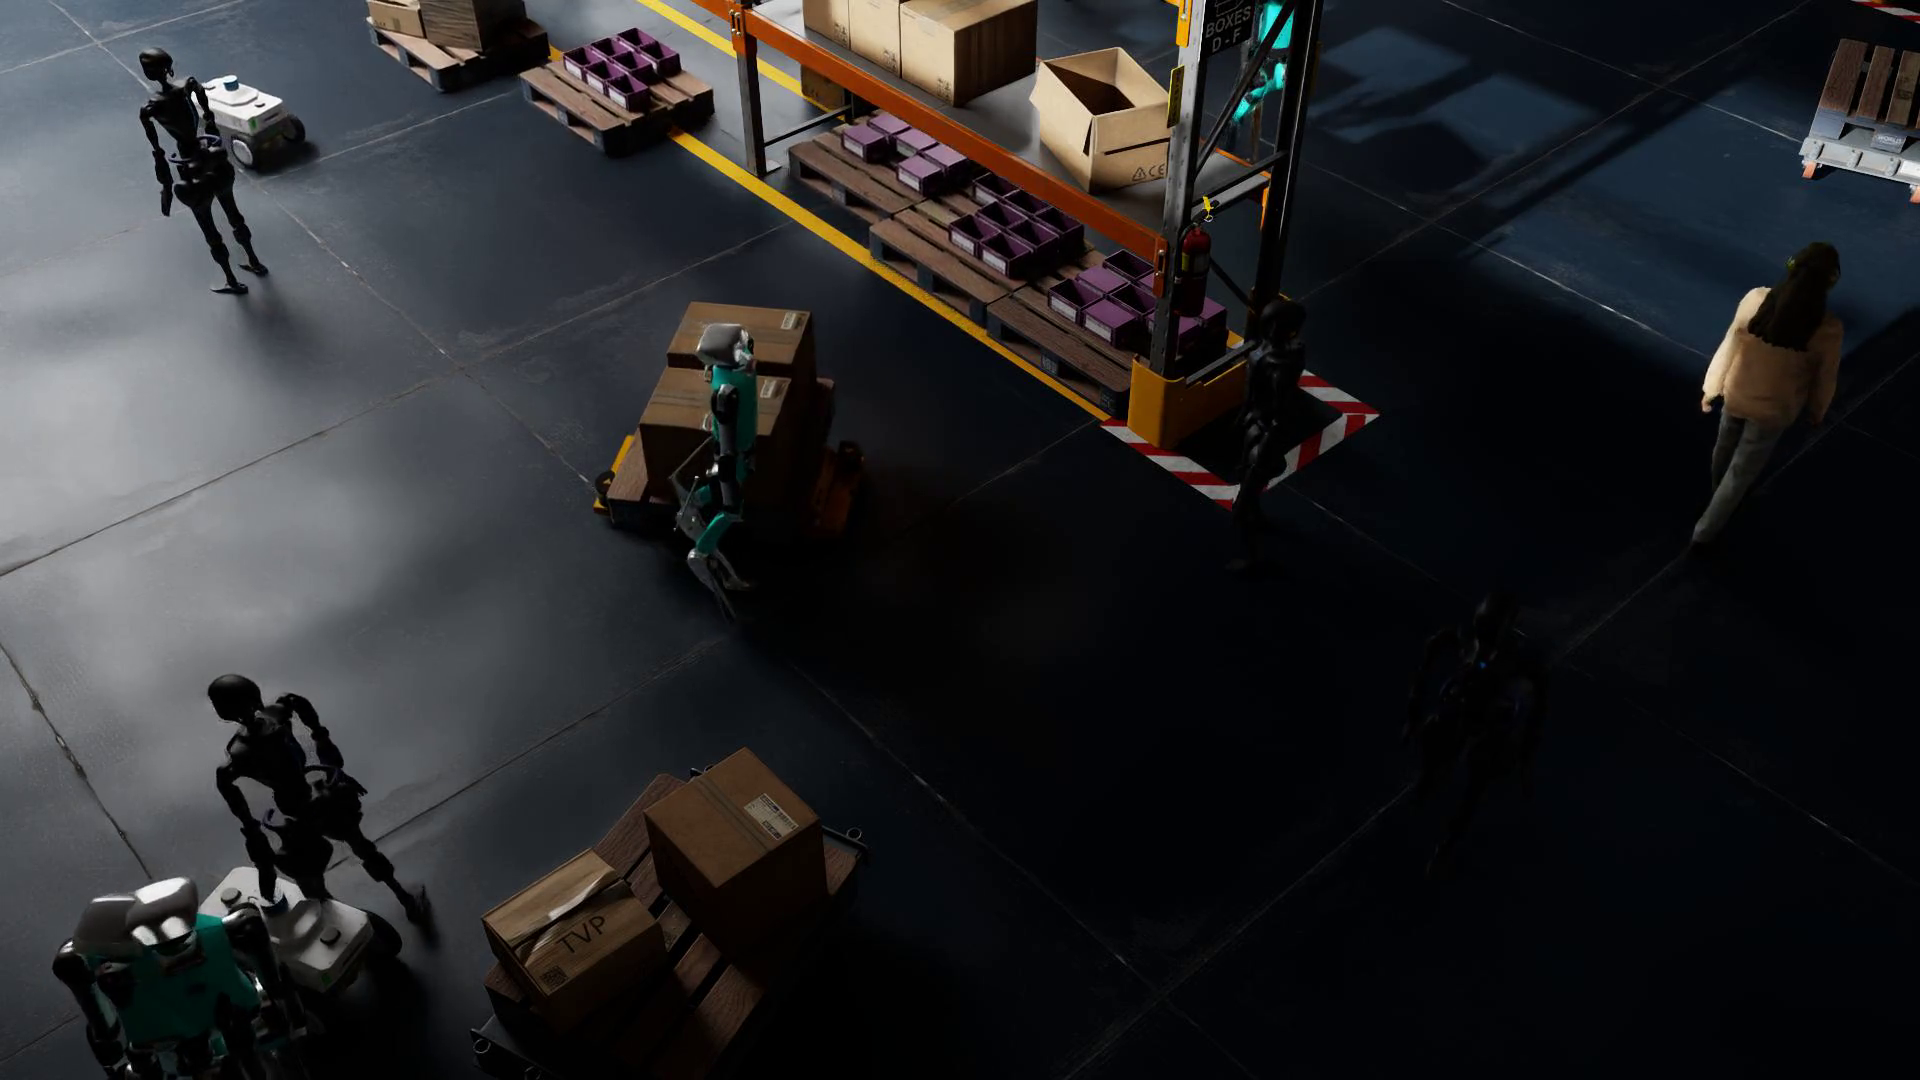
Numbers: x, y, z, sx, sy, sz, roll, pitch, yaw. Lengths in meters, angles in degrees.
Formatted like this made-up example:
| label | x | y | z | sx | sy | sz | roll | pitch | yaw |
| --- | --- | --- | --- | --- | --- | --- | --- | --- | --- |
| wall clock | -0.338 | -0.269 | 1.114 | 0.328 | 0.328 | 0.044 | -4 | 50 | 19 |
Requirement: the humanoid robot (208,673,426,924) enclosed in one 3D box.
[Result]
| label | x | y | z | sx | sy | sz | roll | pitch | yaw |
| --- | --- | --- | --- | --- | --- | --- | --- | --- | --- |
| humanoid robot | -2.620 | 1.158 | 6.801 | 0.489 | 1.645 | 0.616 | 13 | 44 | 13 |

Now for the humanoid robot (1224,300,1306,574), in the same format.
| label | x | y | z | sx | sy | sz | roll | pitch | yaw |
| --- | --- | --- | --- | --- | --- | --- | --- | --- | --- |
| humanoid robot | 1.583 | -0.567 | 8.674 | 0.351 | 1.638 | 0.585 | -1 | 43 | -2 |

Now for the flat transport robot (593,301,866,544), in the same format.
| label | x | y | z | sx | sy | sz | roll | pitch | yaw |
| --- | --- | --- | --- | --- | --- | --- | --- | --- | --- |
| flat transport robot | -1.304 | -0.343 | 9.468 | 1.431 | 0.231 | 0.659 | 6 | 43 | 6 |

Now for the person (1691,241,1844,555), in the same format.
| label | x | y | z | sx | sy | sz | roll | pitch | yaw |
| --- | --- | --- | --- | --- | --- | --- | --- | --- | --- |
| person | 4.290 | -0.785 | 8.787 | 0.807 | 1.847 | 0.573 | -31 | 51 | -29 |

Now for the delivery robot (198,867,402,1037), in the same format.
| label | x | y | z | sx | sy | sz | roll | pitch | yaw |
| --- | --- | --- | --- | --- | --- | --- | --- | --- | --- |
| delivery robot | -2.808 | 1.703 | 7.046 | 0.791 | 0.614 | 0.499 | 16 | 45 | 17 |

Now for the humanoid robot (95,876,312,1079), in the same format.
| label | x | y | z | sx | sy | sz | roll | pitch | yaw |
| --- | --- | --- | --- | --- | --- | --- | --- | --- | --- |
| humanoid robot | -2.705 | 1.719 | 6.137 | 0.530 | 1.792 | 0.668 | -20 | 46 | -20 |

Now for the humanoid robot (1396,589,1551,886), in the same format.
| label | x | y | z | sx | sy | sz | roll | pitch | yaw |
| --- | --- | --- | --- | --- | --- | --- | --- | --- | --- |
| humanoid robot | 2.229 | 0.815 | 7.174 | 0.610 | 1.647 | 0.449 | 21 | 47 | 21 |

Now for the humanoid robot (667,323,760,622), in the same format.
| label | x | y | z | sx | sy | sz | roll | pitch | yaw |
| --- | --- | --- | --- | --- | --- | --- | --- | --- | --- |
| humanoid robot | -1.289 | -0.313 | 8.382 | 0.666 | 1.837 | 0.550 | 3 | 43 | 3 |

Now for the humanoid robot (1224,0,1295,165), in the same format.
| label | x | y | z | sx | sy | sz | roll | pitch | yaw |
| --- | --- | --- | --- | --- | --- | --- | --- | --- | --- |
| humanoid robot | 2.091 | -3.276 | 11.661 | 0.547 | 1.908 | 0.716 | -14 | 44 | -15 |

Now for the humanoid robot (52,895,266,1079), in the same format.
| label | x | y | z | sx | sy | sz | roll | pitch | yaw |
| --- | --- | --- | --- | --- | --- | --- | --- | --- | --- |
| humanoid robot | -2.715 | 2.053 | 5.775 | 0.531 | 1.779 | 0.810 | -4 | 43 | -4 |

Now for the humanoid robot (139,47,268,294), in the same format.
| label | x | y | z | sx | sy | sz | roll | pitch | yaw |
| --- | --- | --- | --- | --- | --- | --- | --- | --- | --- |
| humanoid robot | -4.868 | -2.352 | 10.603 | 0.315 | 1.657 | 0.599 | 15 | 45 | 16 |

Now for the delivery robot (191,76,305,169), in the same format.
| label | x | y | z | sx | sy | sz | roll | pitch | yaw |
| --- | --- | --- | --- | --- | --- | --- | --- | --- | --- |
| delivery robot | -5.318 | -3.140 | 12.294 | 0.769 | 0.587 | 0.499 | 22 | 47 | 22 |
